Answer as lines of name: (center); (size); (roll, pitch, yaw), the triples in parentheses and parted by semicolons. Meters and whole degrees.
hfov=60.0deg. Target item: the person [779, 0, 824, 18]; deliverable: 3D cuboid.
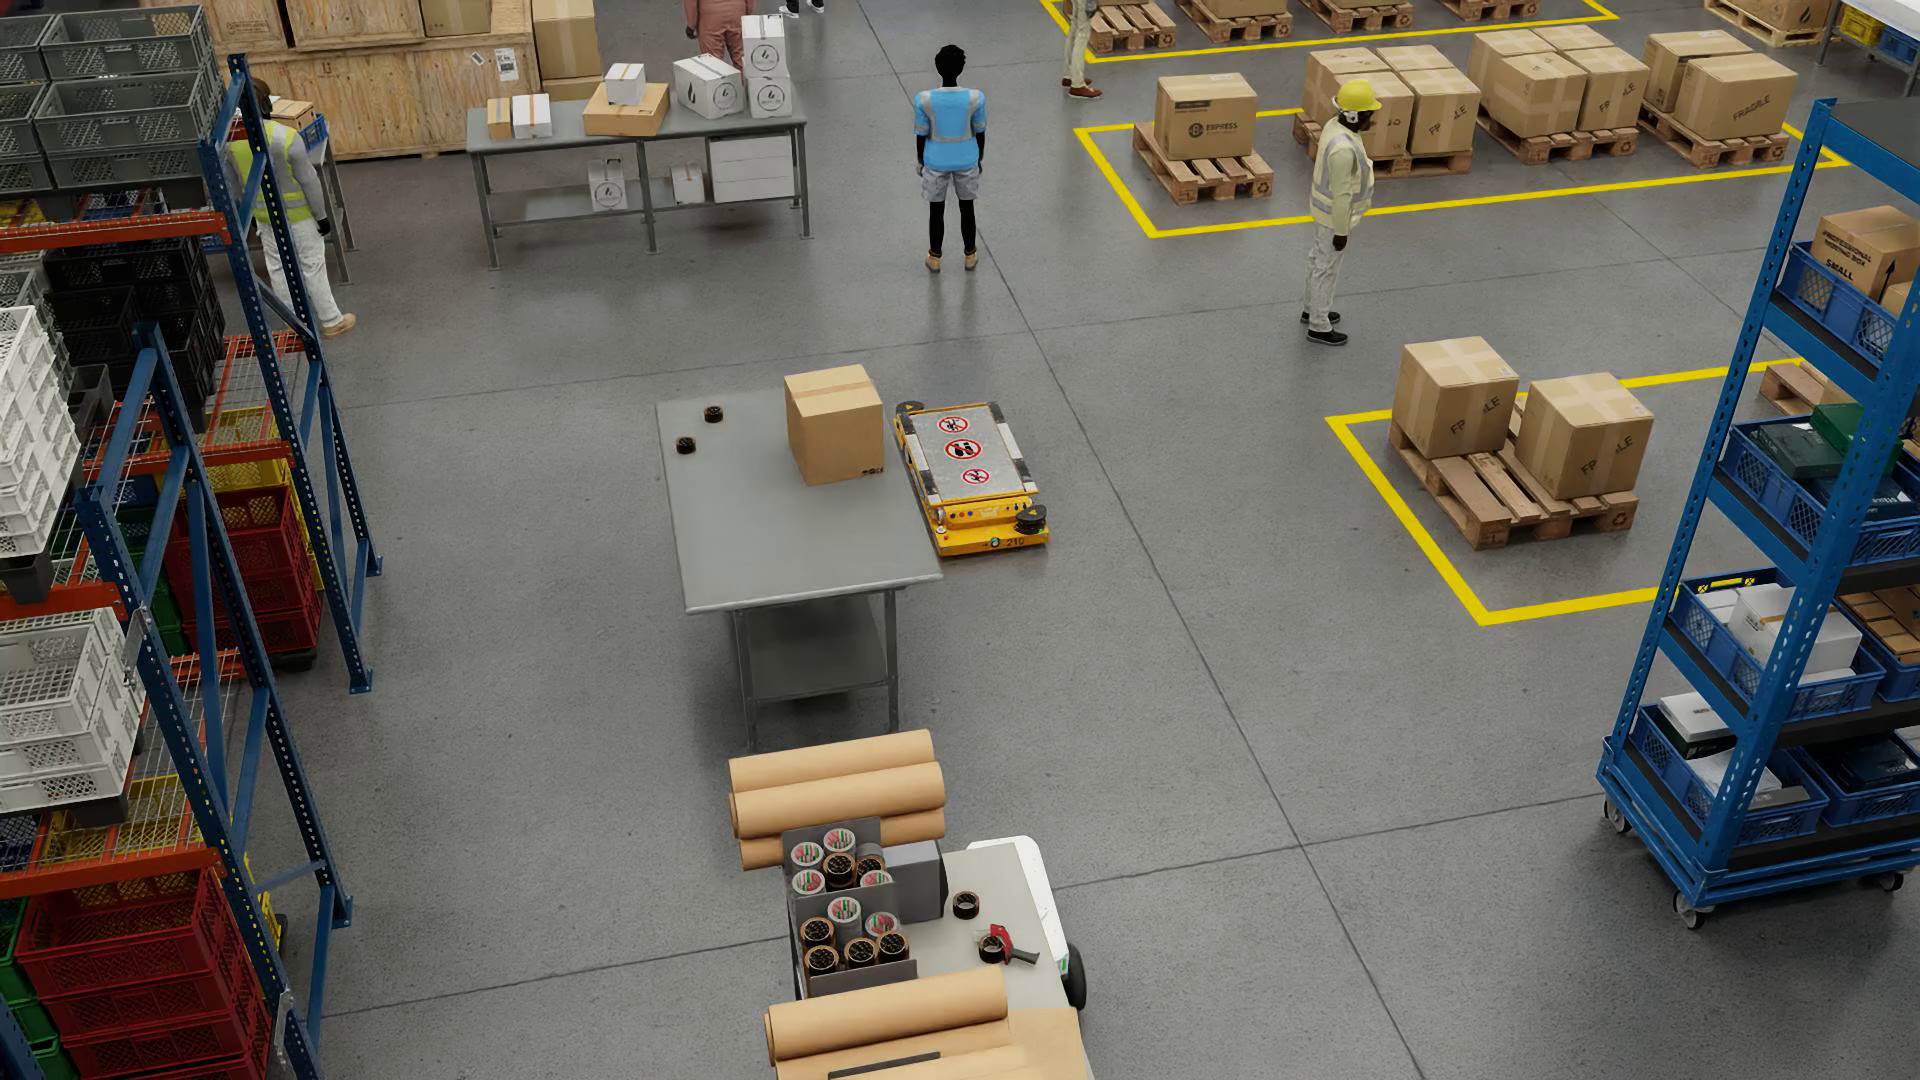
person: (-1.614, -6.163, 16.456); (0.585, 1.910, 0.387); (-20, 41, -25)

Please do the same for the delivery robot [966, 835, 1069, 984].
delivery robot: (0.230, 1.590, 7.082); (0.477, 0.478, 0.707); (-6, 37, -8)

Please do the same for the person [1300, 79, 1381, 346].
person: (2.554, -2.213, 11.204); (0.403, 1.835, 0.587); (2, 37, 3)

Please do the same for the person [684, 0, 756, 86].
person: (-2.049, -4.472, 14.188); (0.636, 1.902, 0.406); (-16, 40, -20)

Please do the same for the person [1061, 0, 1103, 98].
person: (1.112, -4.887, 14.774); (0.323, 1.865, 0.518); (-7, 37, -9)

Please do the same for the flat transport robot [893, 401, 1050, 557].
flat transport robot: (0.046, -0.430, 10.108); (0.652, 0.197, 1.431); (-8, 37, -10)

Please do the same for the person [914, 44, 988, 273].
person: (-0.067, -2.737, 12.023); (0.539, 1.696, 0.317); (-3, 37, -5)

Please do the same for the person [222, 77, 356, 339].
person: (-4.542, -2.218, 11.203); (0.626, 1.847, 0.429); (6, 37, 8)
